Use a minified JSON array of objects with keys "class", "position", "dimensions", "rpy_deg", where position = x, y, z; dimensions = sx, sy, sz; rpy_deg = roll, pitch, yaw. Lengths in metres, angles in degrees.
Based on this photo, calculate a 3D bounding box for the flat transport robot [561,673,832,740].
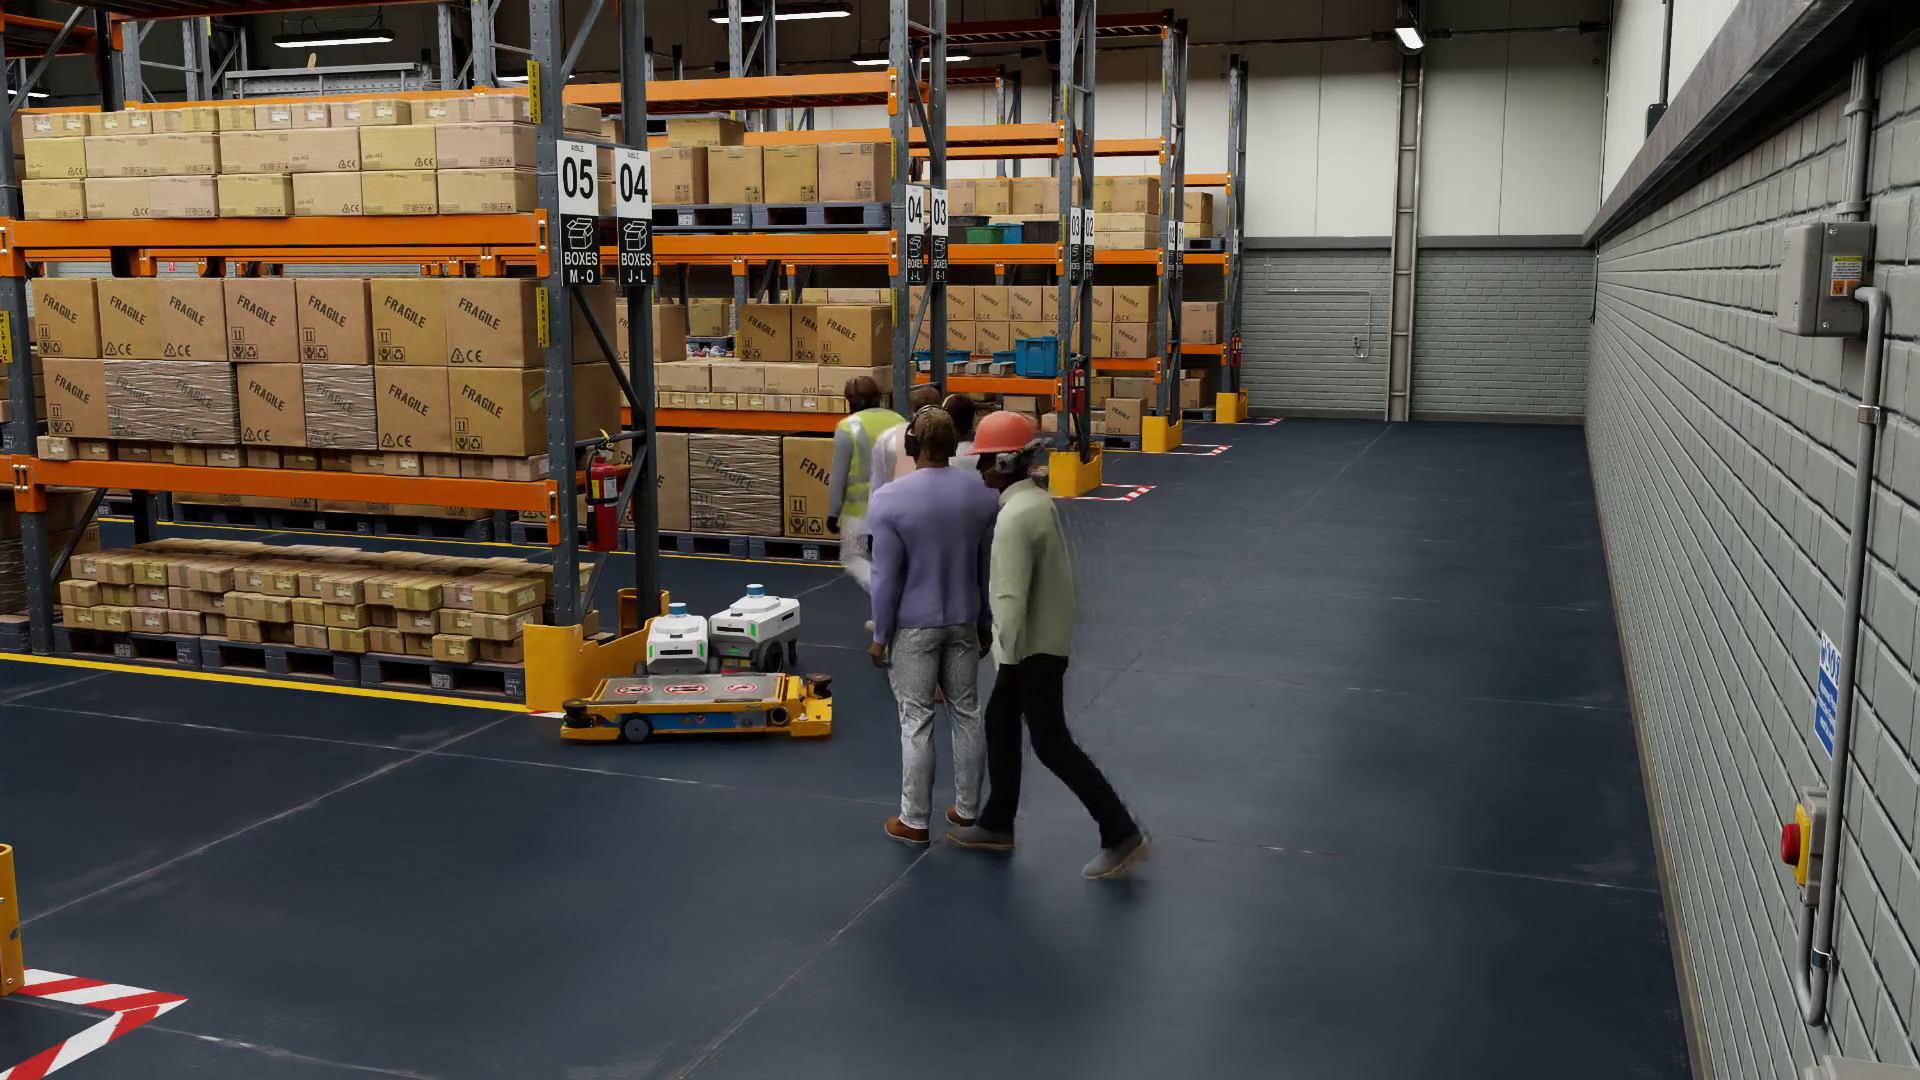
[{"class":"flat transport robot","position":[-1.423,0.908,9.159],"dimensions":[1.431,0.197,0.652],"rpy_deg":[-1,9,-4]}]

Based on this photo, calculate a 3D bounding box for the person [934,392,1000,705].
[{"class":"person","position":[0.055,0.093,9.408],"dimensions":[0.521,1.840,0.732],"rpy_deg":[-5,11,-30]}]

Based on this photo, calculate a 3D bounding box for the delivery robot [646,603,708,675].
[{"class":"delivery robot","position":[-1.664,0.614,9.818],"dimensions":[0.477,0.478,0.707],"rpy_deg":[-1,9,-8]}]

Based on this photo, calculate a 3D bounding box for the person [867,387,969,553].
[{"class":"person","position":[-0.227,-0.054,10.406],"dimensions":[0.650,1.799,0.772],"rpy_deg":[2,9,12]}]

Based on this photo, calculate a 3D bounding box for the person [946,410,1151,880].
[{"class":"person","position":[0.378,0.427,6.966],"dimensions":[0.887,1.951,0.635],"rpy_deg":[2,9,10]}]

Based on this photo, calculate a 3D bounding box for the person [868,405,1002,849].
[{"class":"person","position":[-0.118,0.380,7.272],"dimensions":[0.629,1.940,0.373],"rpy_deg":[-5,10,-27]}]

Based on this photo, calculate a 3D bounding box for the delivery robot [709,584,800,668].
[{"class":"delivery robot","position":[-1.278,0.520,10.407],"dimensions":[0.477,0.478,0.707],"rpy_deg":[3,10,19]}]

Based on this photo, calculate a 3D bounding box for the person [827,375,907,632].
[{"class":"person","position":[-0.562,-0.206,11.302],"dimensions":[0.677,1.816,0.583],"rpy_deg":[-8,12,-43]}]
